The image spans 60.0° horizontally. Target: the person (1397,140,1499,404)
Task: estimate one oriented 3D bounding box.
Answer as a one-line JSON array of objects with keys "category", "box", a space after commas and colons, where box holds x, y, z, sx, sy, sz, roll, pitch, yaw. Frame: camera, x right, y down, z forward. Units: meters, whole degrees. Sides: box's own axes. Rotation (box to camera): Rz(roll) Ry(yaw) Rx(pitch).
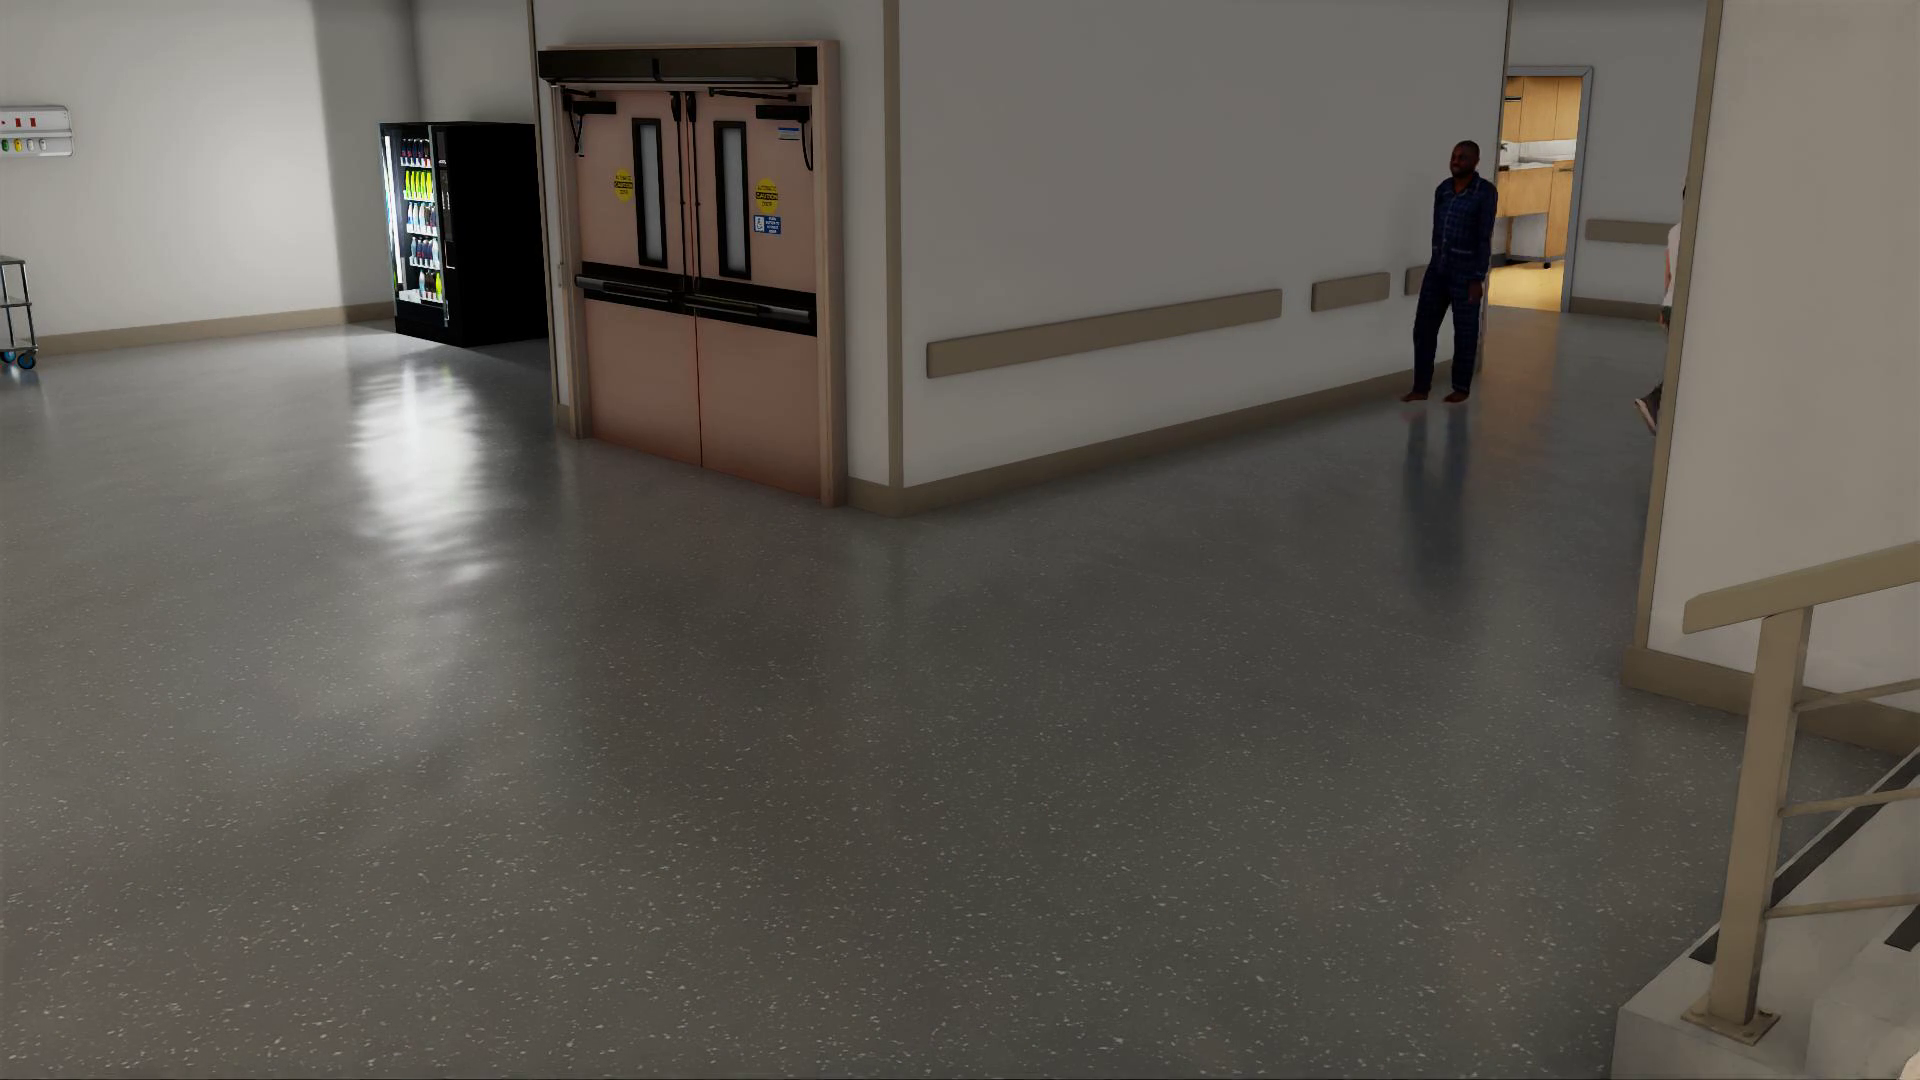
[{"category": "person", "box": [3.499, -1.835, 11.529, 0.822, 1.798, 0.867, -12, 20, -37]}]
